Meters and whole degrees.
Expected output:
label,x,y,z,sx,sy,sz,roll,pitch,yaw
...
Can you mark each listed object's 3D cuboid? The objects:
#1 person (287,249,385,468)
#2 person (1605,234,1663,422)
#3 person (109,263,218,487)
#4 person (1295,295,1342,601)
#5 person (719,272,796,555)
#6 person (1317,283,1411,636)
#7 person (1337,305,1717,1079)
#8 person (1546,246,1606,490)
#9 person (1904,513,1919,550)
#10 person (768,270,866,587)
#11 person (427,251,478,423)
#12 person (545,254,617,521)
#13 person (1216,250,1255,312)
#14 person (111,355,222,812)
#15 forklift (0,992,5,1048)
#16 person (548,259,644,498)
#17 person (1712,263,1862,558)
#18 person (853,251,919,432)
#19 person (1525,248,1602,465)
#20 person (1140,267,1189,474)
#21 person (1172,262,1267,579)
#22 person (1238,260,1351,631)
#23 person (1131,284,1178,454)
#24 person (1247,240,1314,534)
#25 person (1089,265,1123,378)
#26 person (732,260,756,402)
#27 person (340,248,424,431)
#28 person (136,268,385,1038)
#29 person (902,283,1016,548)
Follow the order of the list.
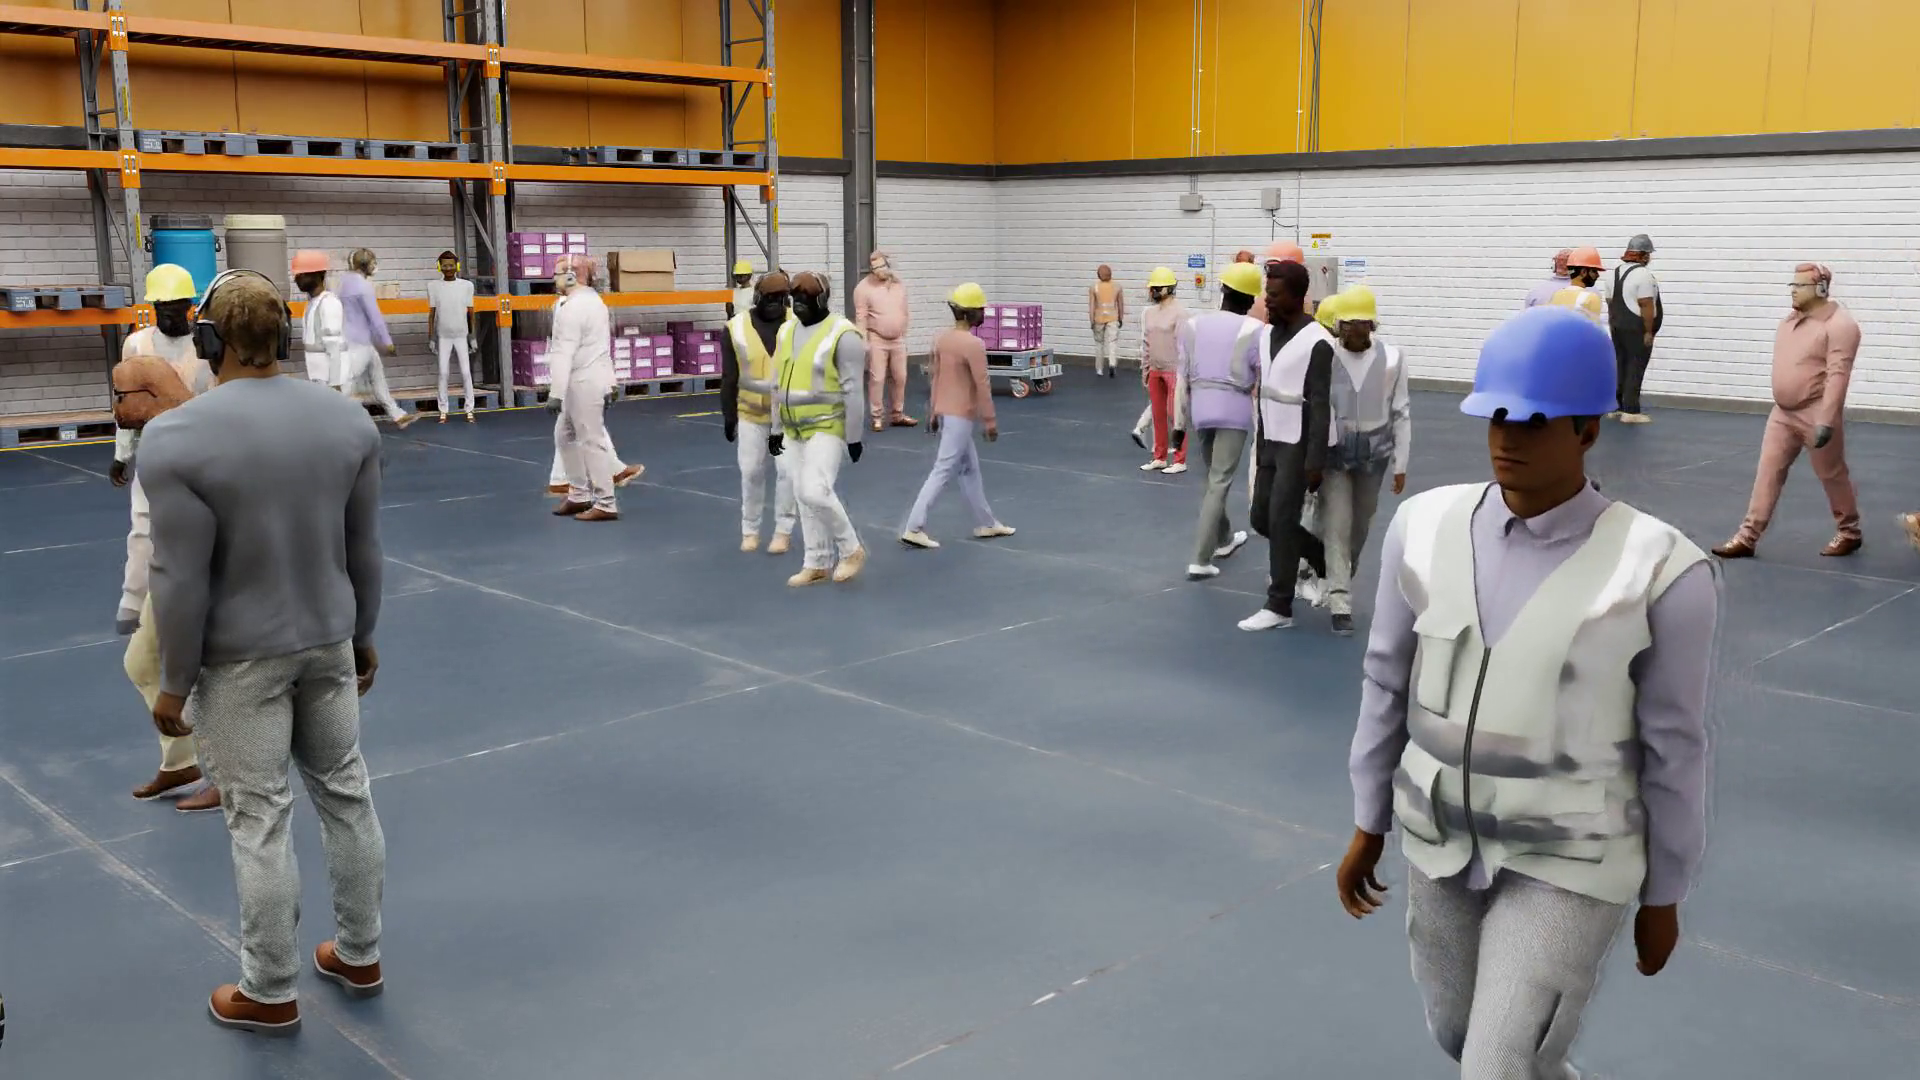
label,x,y,z,sx,sy,sz,roll,pitch,yaw
person,-4.841,-1.268,12.790,0.556,1.918,0.555,-9,13,-39
person,7.388,-2.313,18.159,0.535,2.000,0.693,-2,11,-13
person,-3.984,-0.463,8.513,0.600,1.872,0.977,1,10,8
person,1.989,-0.530,9.368,0.351,1.699,0.653,-1,10,-7
person,-1.196,-0.790,10.562,0.642,1.796,0.646,-1,10,-7
person,2.044,-0.454,8.746,0.596,1.792,0.906,0,10,1
person,1.044,0.528,3.025,0.890,1.917,0.606,-9,14,-40
person,4.895,-1.359,13.250,0.376,1.933,0.545,-4,11,-21
person,6.167,-0.790,10.091,0.747,1.950,0.639,-1,10,-4
person,-0.833,-0.623,9.544,0.633,1.827,0.439,10,14,44
person,-5.479,-2.183,17.969,0.509,1.856,0.317,-2,11,-13
person,-2.744,-1.062,11.754,0.664,1.884,0.649,0,10,-1
person,2.971,-2.269,18.406,0.708,1.863,0.611,-9,13,-39
person,-2.774,0.174,5.766,0.549,1.614,0.508,-4,11,-19
forklift,-3.245,0.323,3.363,2.313,2.155,1.214,2,11,13
person,-2.863,-1.271,13.024,0.974,1.831,0.615,-9,14,-40
person,5.283,-0.792,10.384,1.024,1.857,0.653,-3,11,-16
person,-0.777,-2.048,17.203,0.725,1.865,0.475,-7,13,-35
person,5.251,-1.586,14.557,0.642,1.909,0.399,4,11,19
person,1.736,-1.443,14.192,0.348,1.756,0.518,-8,13,-37
person,1.613,-0.730,10.034,0.594,1.855,0.991,9,13,39
person,1.742,-0.482,8.548,0.589,1.899,0.602,-3,11,-17
person,1.860,-1.597,15.386,0.368,1.622,0.537,-5,11,-24
person,2.219,-1.026,11.279,0.566,1.984,0.639,-8,13,-37
person,2.094,-3.129,23.794,0.505,1.612,0.788,0,10,2
person,-2.544,-2.549,20.310,0.528,1.728,0.881,9,14,40
person,-5.956,-1.984,16.786,1.041,1.879,0.630,-6,12,-31
person,-1.748,0.292,4.229,0.370,1.941,0.627,8,13,36
person,-0.019,-0.811,10.855,0.917,1.717,0.540,-6,12,-28
